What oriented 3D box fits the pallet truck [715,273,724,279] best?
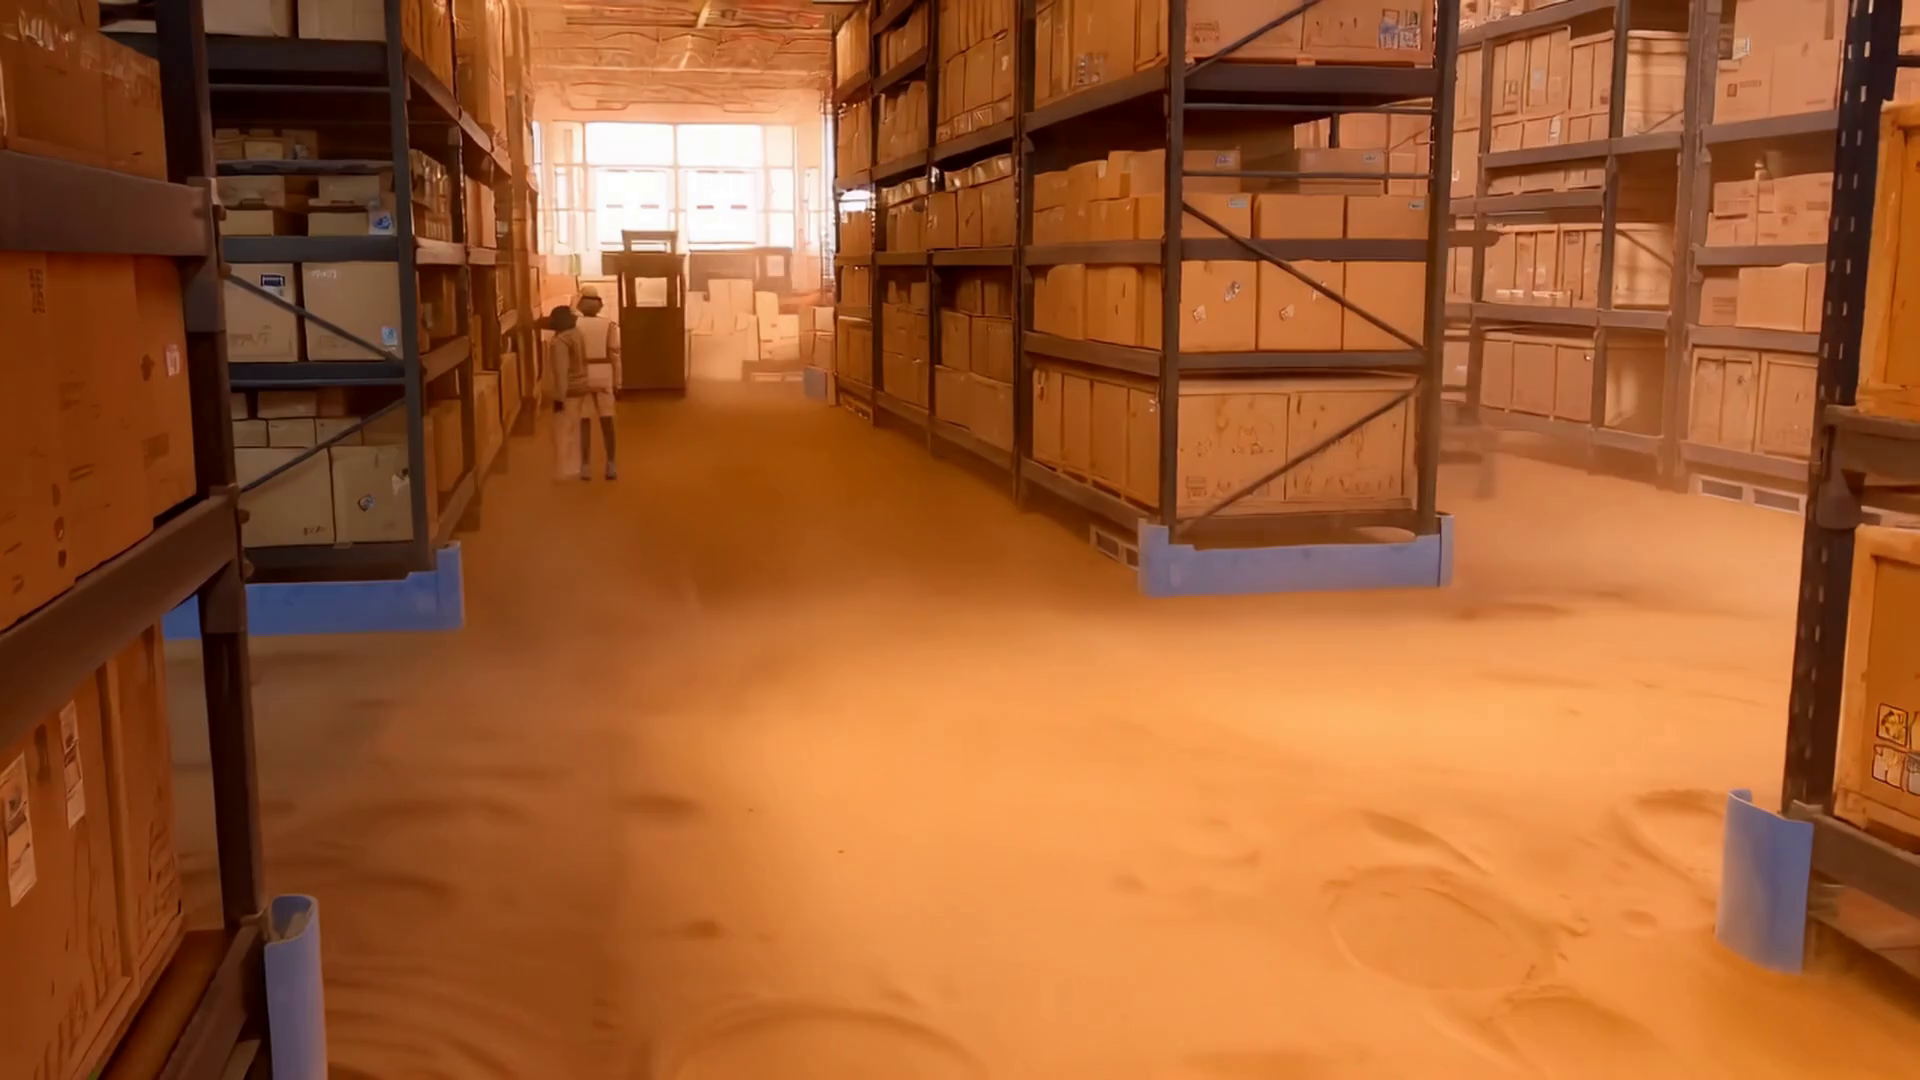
[{"bbox_3d":[-8.580,-8.986,62.280,1.885,1.965,0.823,1,9,5],"label":"pallet truck"}]

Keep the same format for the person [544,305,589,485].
[{"bbox_3d":[-4.030,-1.482,17.037,0.429,1.843,0.629,2,9,10],"label":"person"}]

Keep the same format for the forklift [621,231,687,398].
[{"bbox_3d":[-5.274,-3.877,28.455,1.129,2.768,1.873,-1,9,-9],"label":"forklift"}]

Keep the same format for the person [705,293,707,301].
[{"bbox_3d":[-6.158,-5.627,42.051,0.591,1.919,0.392,-5,11,-30],"label":"person"}]

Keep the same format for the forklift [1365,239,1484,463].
[{"bbox_3d":[4.840,-2.286,18.755,1.873,2.768,1.129,-2,10,-12],"label":"forklift"}]

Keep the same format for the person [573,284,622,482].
[{"bbox_3d":[-3.821,-1.626,17.277,0.615,2.041,0.376,-4,10,-23],"label":"person"}]

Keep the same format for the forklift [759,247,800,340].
[{"bbox_3d":[-5.544,-7.433,50.130,1.129,2.768,1.873,-3,10,-18],"label":"forklift"}]
